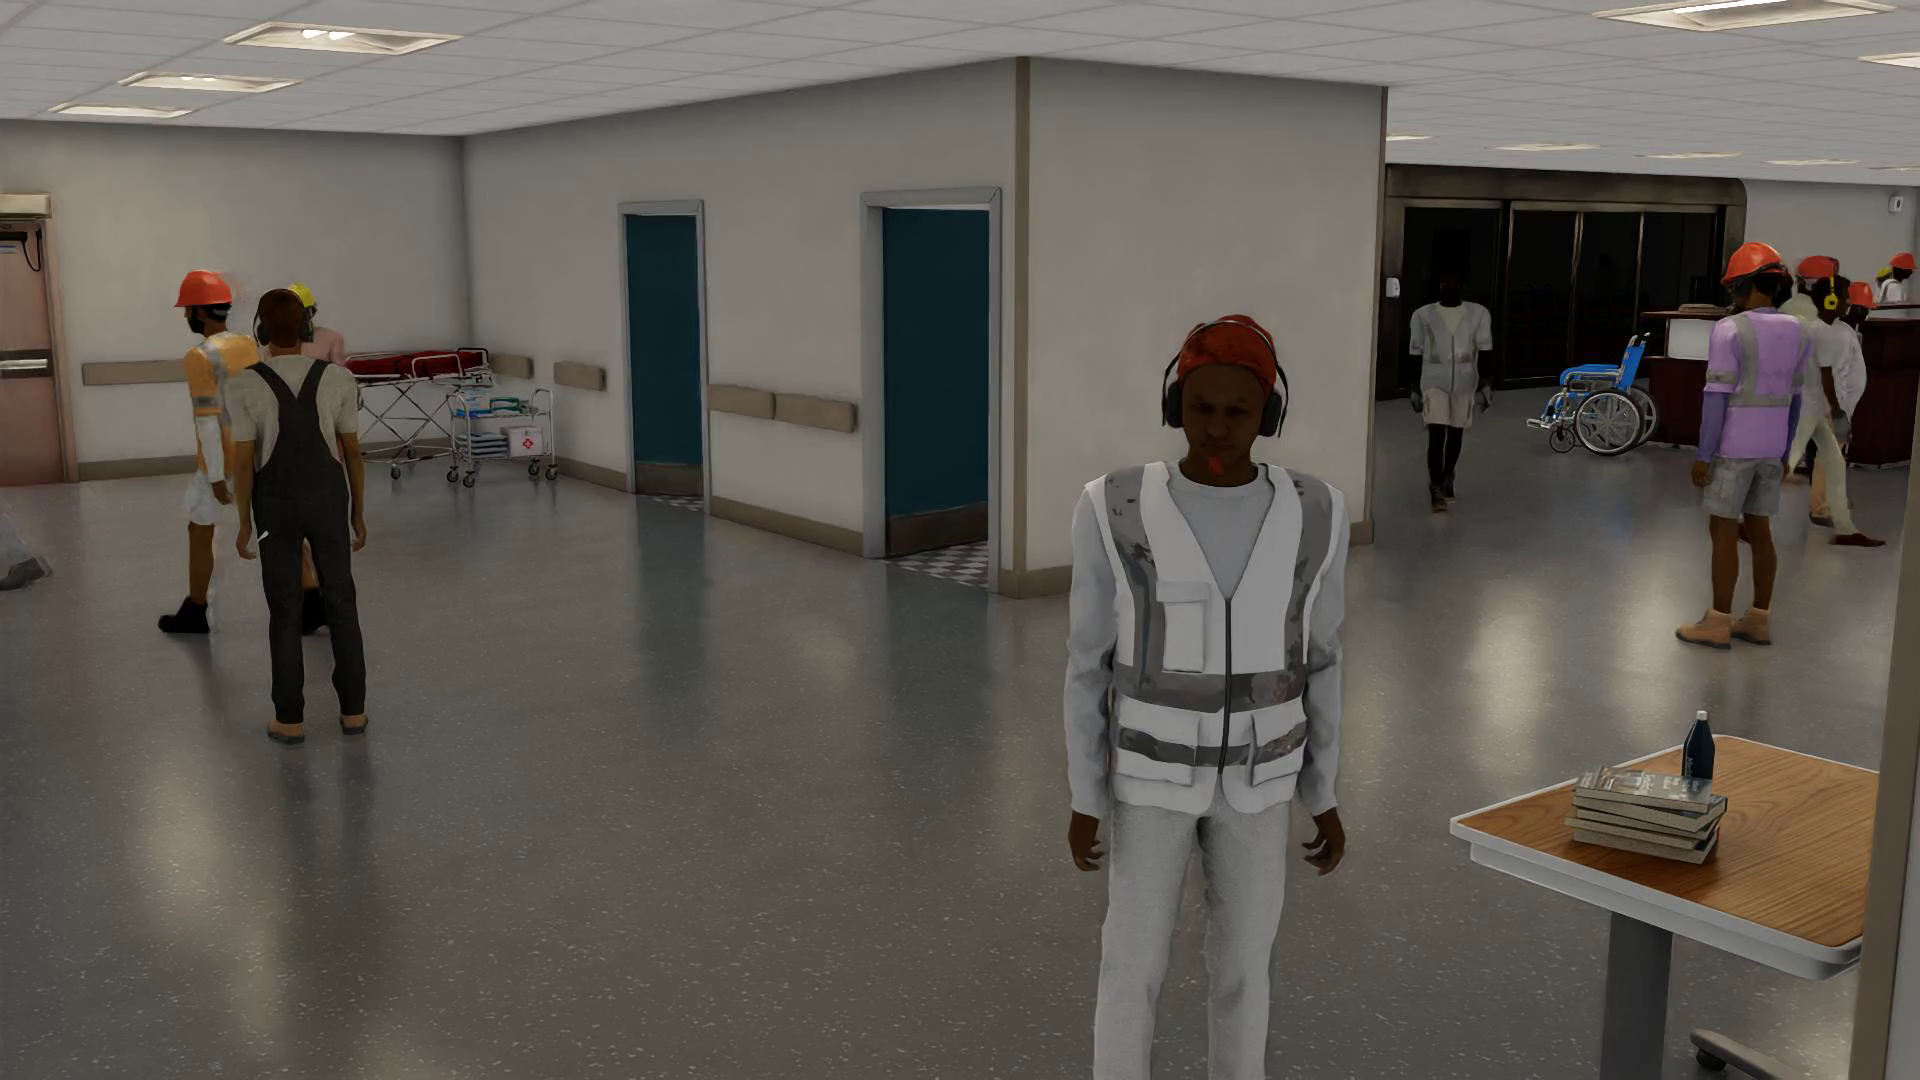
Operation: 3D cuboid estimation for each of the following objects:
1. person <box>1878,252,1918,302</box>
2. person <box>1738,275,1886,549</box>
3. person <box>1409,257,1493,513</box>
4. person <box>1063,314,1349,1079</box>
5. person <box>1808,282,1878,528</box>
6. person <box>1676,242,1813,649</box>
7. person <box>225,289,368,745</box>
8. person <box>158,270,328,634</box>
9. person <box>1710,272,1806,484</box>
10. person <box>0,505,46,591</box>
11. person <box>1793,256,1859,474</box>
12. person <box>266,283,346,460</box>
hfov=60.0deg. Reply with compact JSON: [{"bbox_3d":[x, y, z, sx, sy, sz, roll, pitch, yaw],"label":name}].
[{"bbox_3d":[11.481,-2.565,20.423,0.653,1.906,0.579,4,11,22],"label":"person"},{"bbox_3d":[5.627,-0.843,11.054,1.006,1.824,0.529,4,11,23],"label":"person"},{"bbox_3d":[3.758,-1.204,12.782,0.604,1.921,1.003,1,10,7],"label":"person"},{"bbox_3d":[0.490,0.497,3.335,0.572,1.886,0.354,-1,10,-6],"label":"person"},{"bbox_3d":[6.310,-0.963,11.898,0.339,1.747,0.563,6,12,29],"label":"person"},{"bbox_3d":[3.928,-0.468,8.353,0.612,2.032,0.420,-4,11,-23],"label":"person"},{"bbox_3d":[-2.675,-0.090,6.749,0.506,1.839,0.343,-6,12,-30],"label":"person"},{"bbox_3d":[-3.690,-0.428,8.519,0.971,1.899,0.549,3,11,18],"label":"person"},{"bbox_3d":[6.866,-1.401,14.264,0.631,1.800,0.917,-3,11,-16],"label":"person"},{"bbox_3d":[-5.759,-0.597,9.463,0.617,1.895,0.961,9,14,42],"label":"person"},{"bbox_3d":[7.552,-1.535,14.656,0.636,1.911,0.406,-1,10,-8],"label":"person"},{"bbox_3d":[-4.561,-0.925,11.678,0.534,1.747,0.486,-3,11,-17],"label":"person"}]
